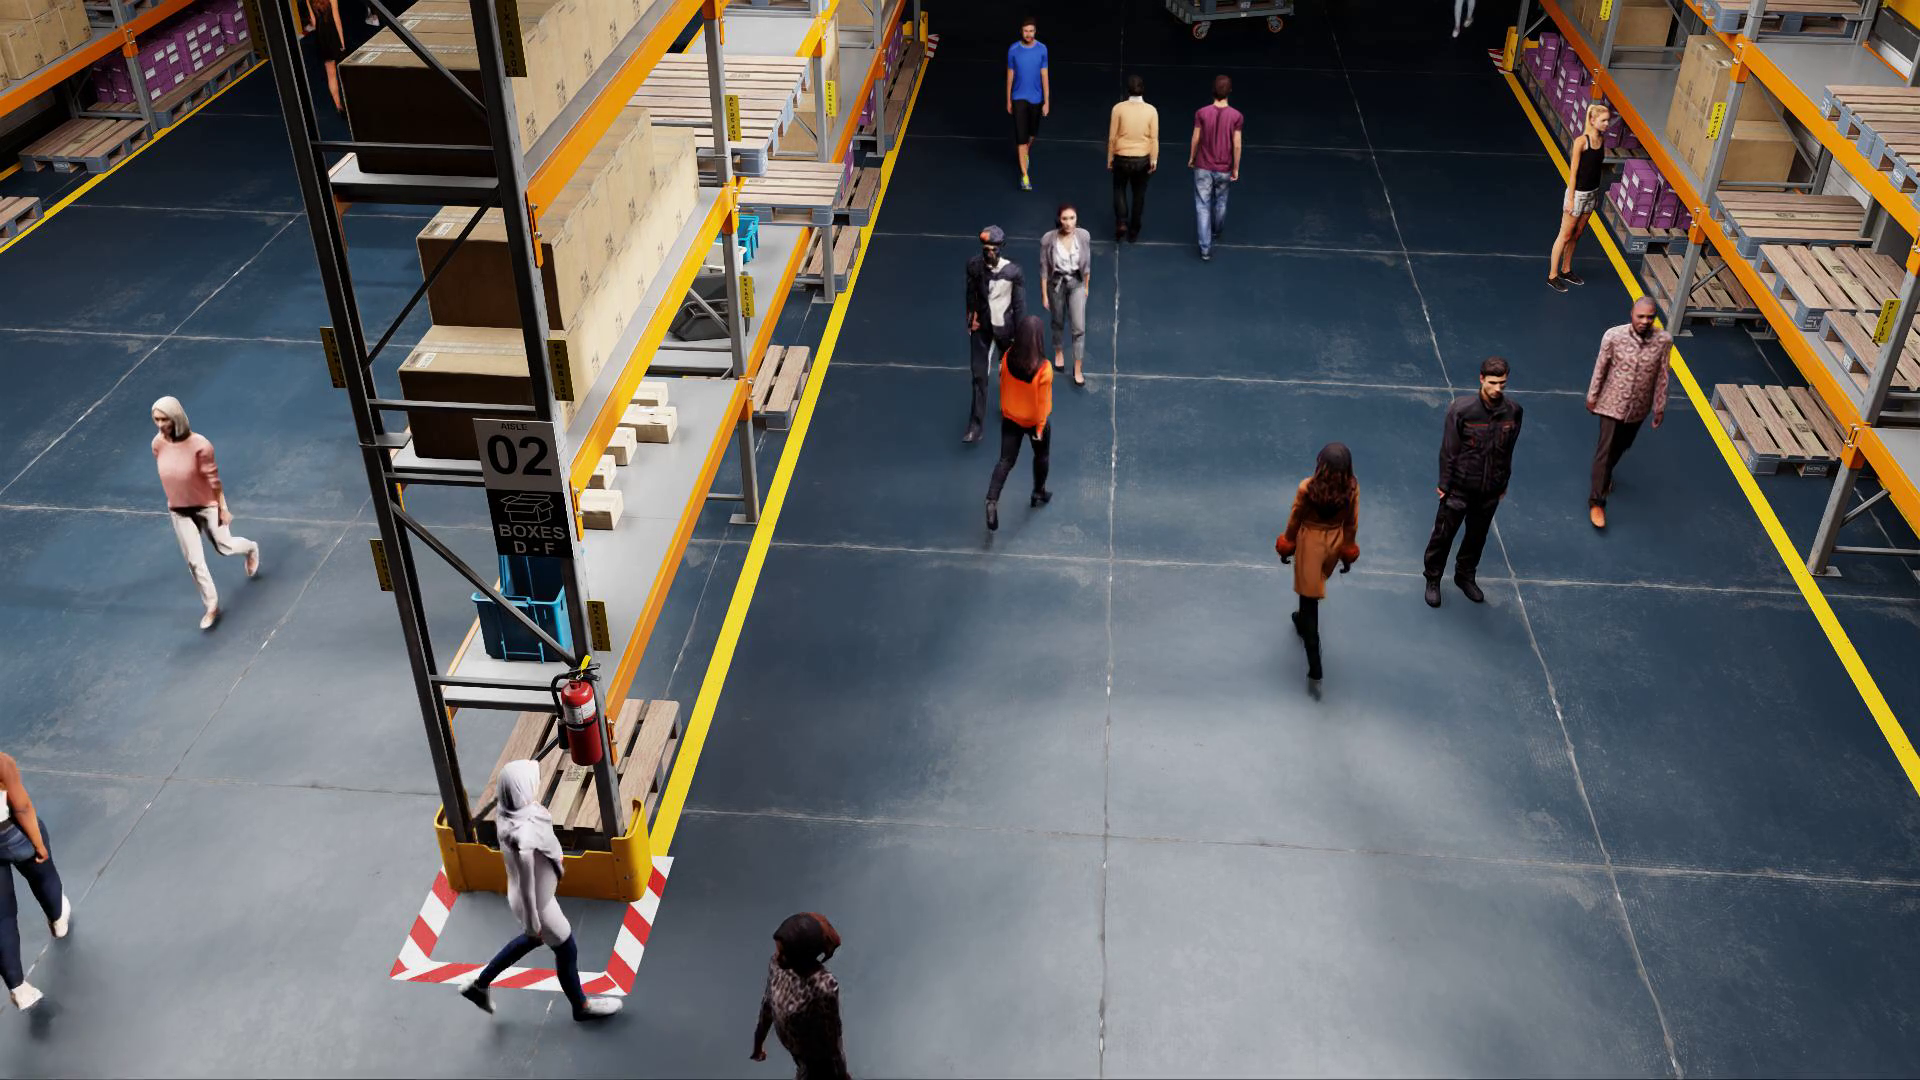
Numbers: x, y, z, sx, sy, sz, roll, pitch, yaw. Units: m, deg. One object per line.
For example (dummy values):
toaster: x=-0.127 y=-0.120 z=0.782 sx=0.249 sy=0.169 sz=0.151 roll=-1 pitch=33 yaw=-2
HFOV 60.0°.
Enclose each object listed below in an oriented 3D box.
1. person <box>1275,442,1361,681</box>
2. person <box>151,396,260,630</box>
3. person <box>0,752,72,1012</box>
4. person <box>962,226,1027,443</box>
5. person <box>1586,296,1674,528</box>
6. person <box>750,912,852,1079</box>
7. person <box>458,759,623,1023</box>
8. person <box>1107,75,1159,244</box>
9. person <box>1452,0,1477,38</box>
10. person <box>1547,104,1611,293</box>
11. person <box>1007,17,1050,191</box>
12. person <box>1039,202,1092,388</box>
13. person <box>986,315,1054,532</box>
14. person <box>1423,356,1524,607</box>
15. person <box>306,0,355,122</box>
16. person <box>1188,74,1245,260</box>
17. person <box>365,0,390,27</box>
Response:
person: x=2.401 y=0.157 z=11.103 sx=0.788 sy=1.681 sz=1.173 roll=-1 pitch=34 yaw=-2
person: x=-5.336 y=-0.275 z=11.733 sx=0.581 sy=1.703 sz=1.002 roll=3 pitch=34 yaw=4
person: x=-5.056 y=1.677 z=8.731 sx=0.972 sy=1.776 sz=1.265 roll=-12 pitch=35 yaw=-17
person: x=0.321 y=-1.786 z=13.877 sx=0.837 sy=1.847 sz=1.149 roll=6 pitch=34 yaw=9
person: x=5.149 y=-1.086 z=12.887 sx=0.682 sy=1.777 sz=1.154 roll=4 pitch=34 yaw=5
person: x=-0.626 y=2.362 z=7.789 sx=1.106 sy=1.678 sz=1.061 roll=-24 pitch=40 yaw=-32
person: x=-2.259 y=1.840 z=8.503 sx=0.914 sy=1.755 sz=1.069 roll=-8 pitch=35 yaw=-12
person: x=1.764 y=-3.876 z=17.118 sx=0.675 sy=1.739 sz=0.664 roll=3 pitch=34 yaw=4
person: x=7.055 y=-7.883 z=23.160 sx=0.753 sy=1.724 sz=1.040 roll=11 pitch=35 yaw=16
person: x=6.076 y=-3.386 z=16.285 sx=0.682 sy=1.846 sz=0.727 roll=-21 pitch=39 yaw=-29
person: x=0.750 y=-4.950 z=18.657 sx=0.791 sy=1.824 sz=1.275 roll=-3 pitch=34 yaw=-5
person: x=0.907 y=-2.236 z=14.732 sx=0.712 sy=1.650 sz=0.908 roll=-2 pitch=34 yaw=-3
person: x=0.439 y=-0.852 z=12.590 sx=1.003 sy=1.715 sz=1.203 roll=21 pitch=39 yaw=28
person: x=3.624 y=-0.435 z=11.754 sx=0.753 sy=1.946 sz=0.674 roll=-5 pitch=34 yaw=-7
person: x=-7.690 y=-5.994 z=20.232 sx=0.605 sy=1.820 sz=0.730 roll=0 pitch=34 yaw=0
person: x=2.565 y=-3.732 z=16.842 sx=0.678 sy=1.805 sz=1.076 roll=3 pitch=34 yaw=5
person: x=-8.430 y=-8.228 z=23.697 sx=0.737 sy=1.704 sz=0.620 roll=23 pitch=40 yaw=30
